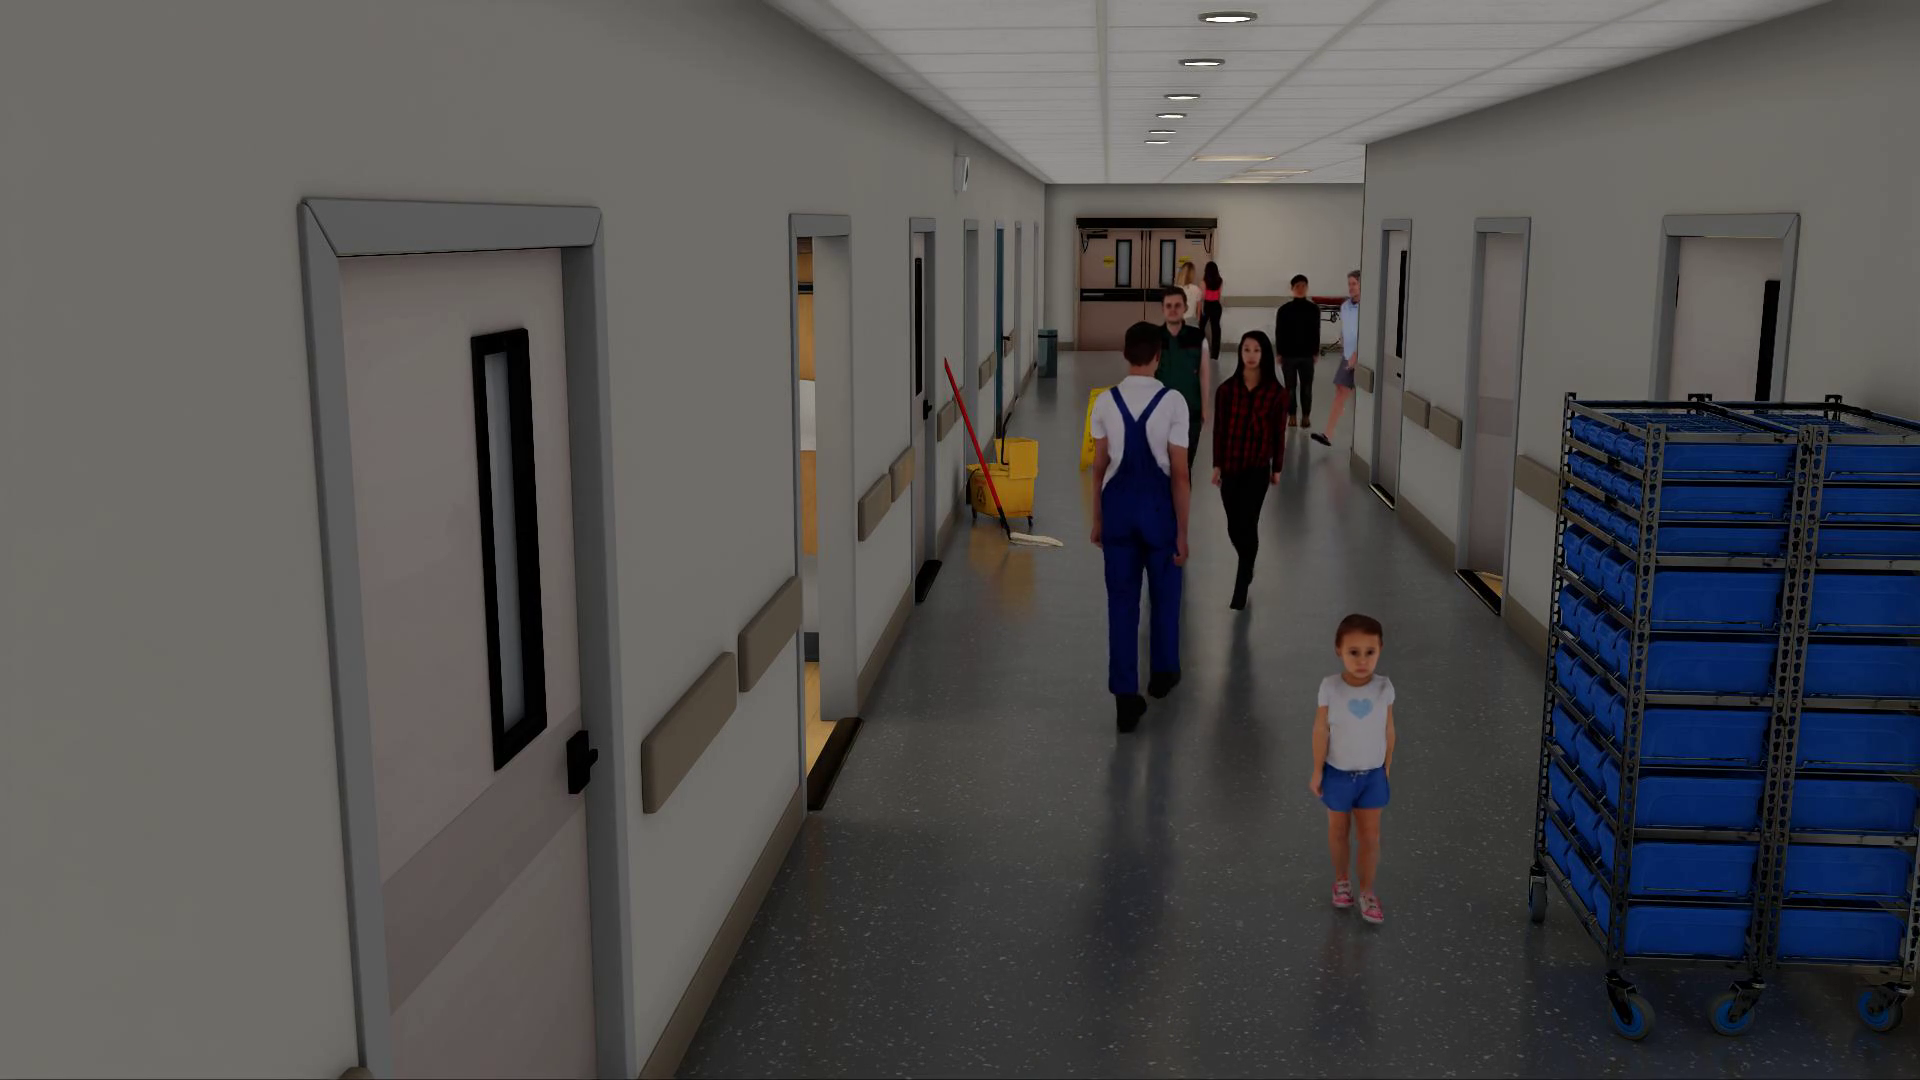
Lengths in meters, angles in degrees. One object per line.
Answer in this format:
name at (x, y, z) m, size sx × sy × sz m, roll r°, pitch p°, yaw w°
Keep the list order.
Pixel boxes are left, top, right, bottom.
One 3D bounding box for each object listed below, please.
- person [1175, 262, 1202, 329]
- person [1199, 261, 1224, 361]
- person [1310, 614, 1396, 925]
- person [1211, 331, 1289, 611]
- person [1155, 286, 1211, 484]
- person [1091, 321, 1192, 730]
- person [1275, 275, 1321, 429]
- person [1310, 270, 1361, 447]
person at (2.789, -2.463, 20.384) m, size 0.673 × 1.770 × 1.260 m, roll 0°, pitch 11°, yaw -2°
person at (4.268, -3.852, 28.057) m, size 0.818 × 1.638 × 0.996 m, roll -4°, pitch 11°, yaw -20°
person at (1.307, 0.736, 5.562) m, size 0.437 × 1.010 × 0.521 m, roll 2°, pitch 11°, yaw 10°
person at (1.719, -0.425, 10.036) m, size 0.736 × 1.623 × 1.108 m, roll 3°, pitch 11°, yaw 18°
person at (1.563, -0.907, 12.082) m, size 0.655 × 1.805 × 1.042 m, roll 1°, pitch 11°, yaw 3°
person at (0.789, -0.055, 7.545) m, size 0.793 × 1.826 × 1.090 m, roll 3°, pitch 11°, yaw 17°
person at (3.783, -2.105, 18.686) m, size 0.676 × 1.700 × 0.931 m, roll 2°, pitch 11°, yaw 8°
person at (4.131, -1.805, 16.887) m, size 1.180 × 1.782 × 1.167 m, roll -7°, pitch 13°, yaw -34°
